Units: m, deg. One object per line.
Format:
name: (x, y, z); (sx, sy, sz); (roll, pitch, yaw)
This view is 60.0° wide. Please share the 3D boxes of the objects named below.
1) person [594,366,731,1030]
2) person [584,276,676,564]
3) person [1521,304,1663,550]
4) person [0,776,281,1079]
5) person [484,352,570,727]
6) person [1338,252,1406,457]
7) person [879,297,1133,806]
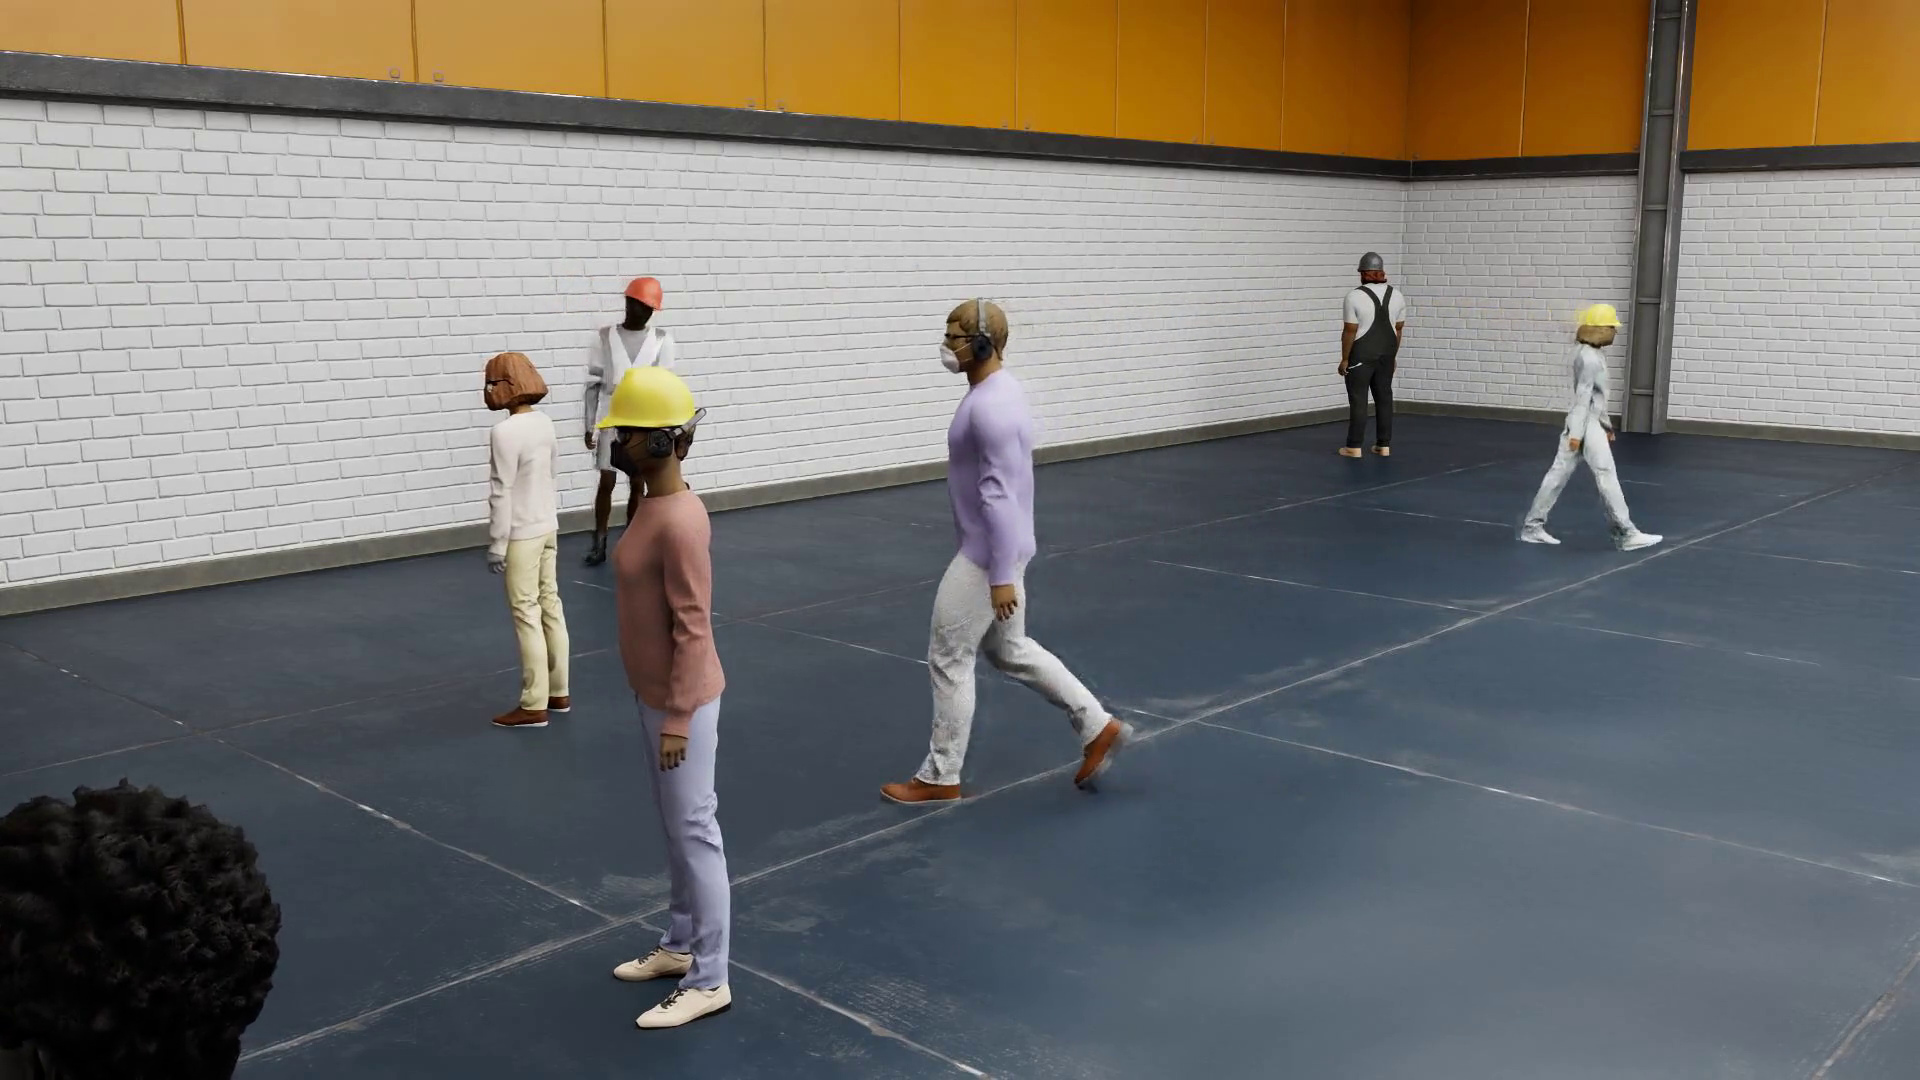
person: (-0.795, 0.420, 4.470); (0.315, 1.769, 0.523); (-3, 11, -19)
person: (-2.149, -0.768, 10.873); (0.597, 1.898, 0.432); (-2, 10, -12)
person: (4.374, -0.777, 11.495); (0.915, 1.693, 0.495); (3, 10, 14)
person: (-0.576, 1.014, 1.313); (0.322, 1.691, 0.532); (4, 11, 22)
person: (-1.902, -0.003, 7.275); (0.270, 1.627, 0.497); (2, 10, 10)
person: (4.055, -1.849, 16.611); (0.672, 2.000, 0.536); (-3, 11, -18)
person: (0.190, 0.055, 6.181); (0.902, 1.913, 0.637); (0, 10, 1)
